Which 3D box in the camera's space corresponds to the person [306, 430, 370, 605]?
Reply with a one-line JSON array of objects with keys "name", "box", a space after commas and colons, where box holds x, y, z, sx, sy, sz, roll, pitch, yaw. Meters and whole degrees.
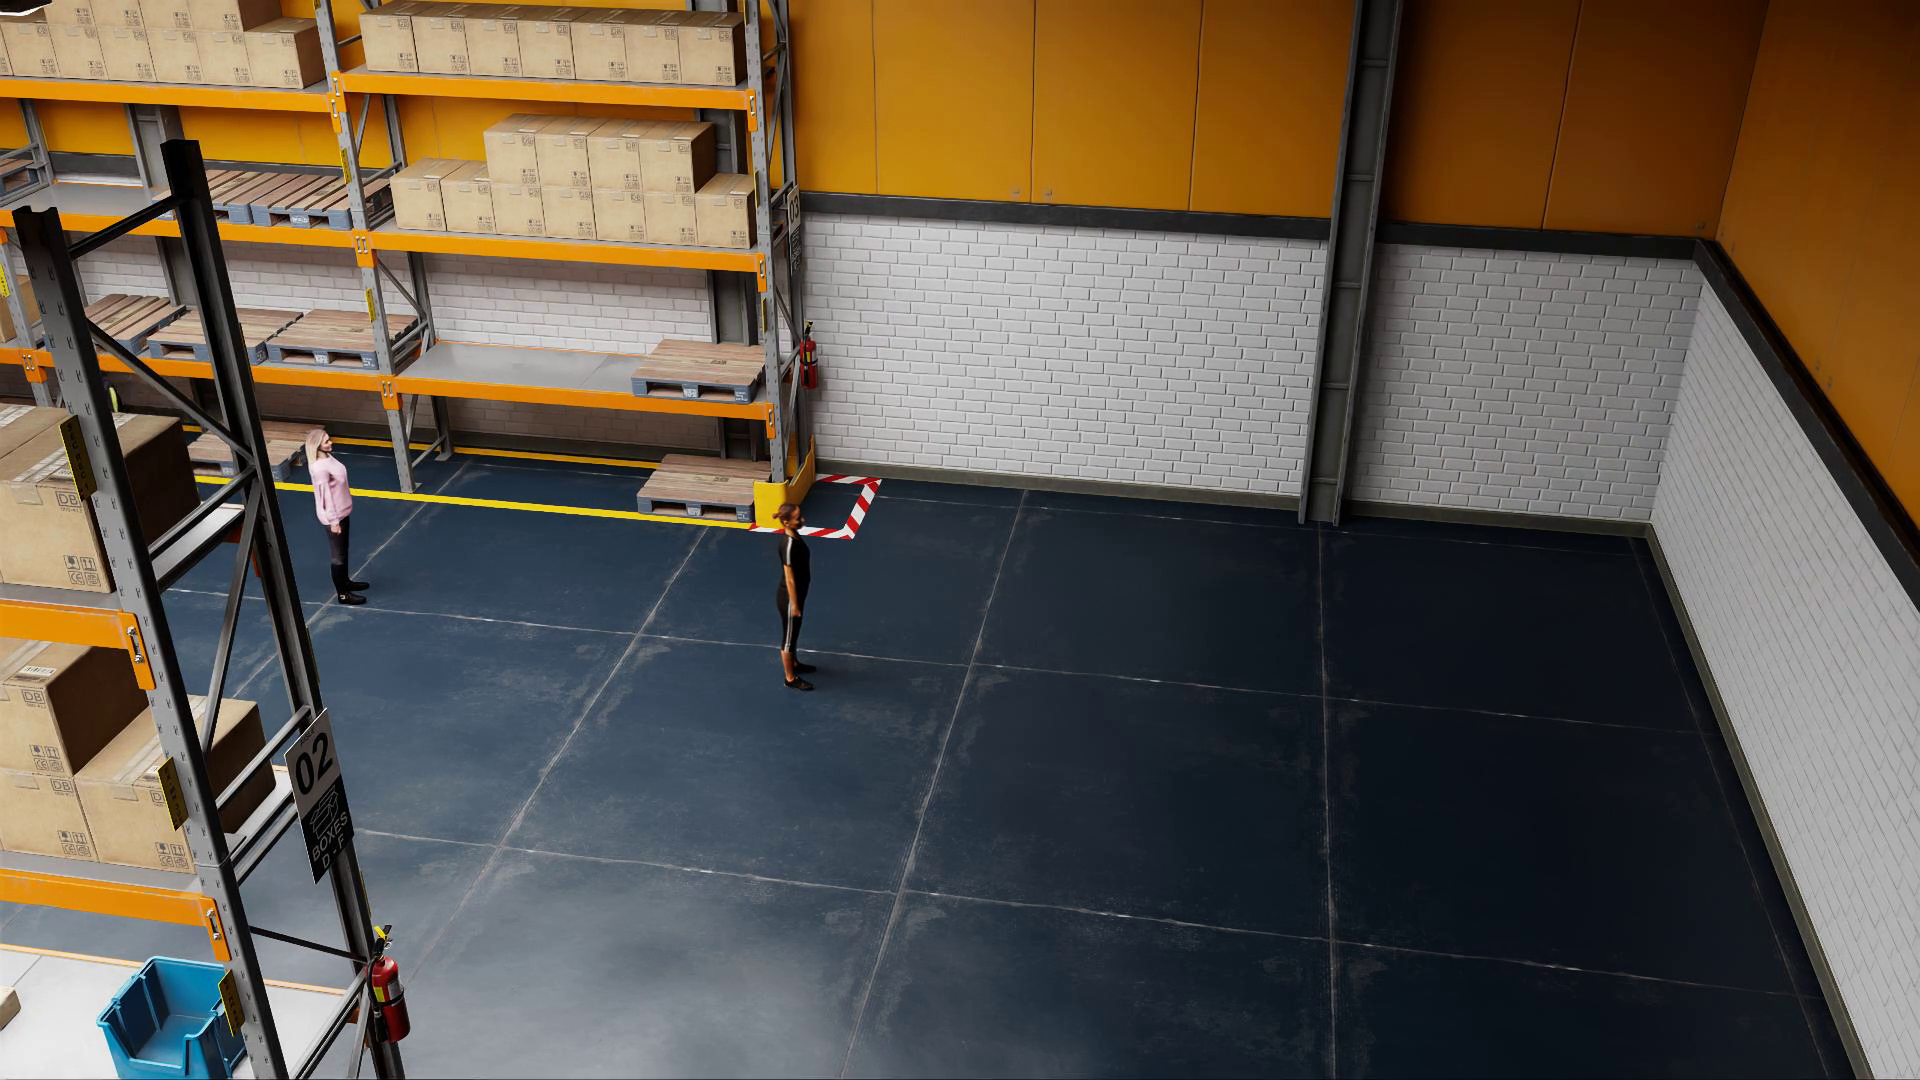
[{"name": "person", "box": [-5.649, -0.230, 14.993, 0.656, 1.688, 0.672, -5, 29, -10]}]

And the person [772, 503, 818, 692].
[{"name": "person", "box": [-1.390, 0.442, 13.783, 0.558, 1.668, 0.611, 1, 29, 2]}]
